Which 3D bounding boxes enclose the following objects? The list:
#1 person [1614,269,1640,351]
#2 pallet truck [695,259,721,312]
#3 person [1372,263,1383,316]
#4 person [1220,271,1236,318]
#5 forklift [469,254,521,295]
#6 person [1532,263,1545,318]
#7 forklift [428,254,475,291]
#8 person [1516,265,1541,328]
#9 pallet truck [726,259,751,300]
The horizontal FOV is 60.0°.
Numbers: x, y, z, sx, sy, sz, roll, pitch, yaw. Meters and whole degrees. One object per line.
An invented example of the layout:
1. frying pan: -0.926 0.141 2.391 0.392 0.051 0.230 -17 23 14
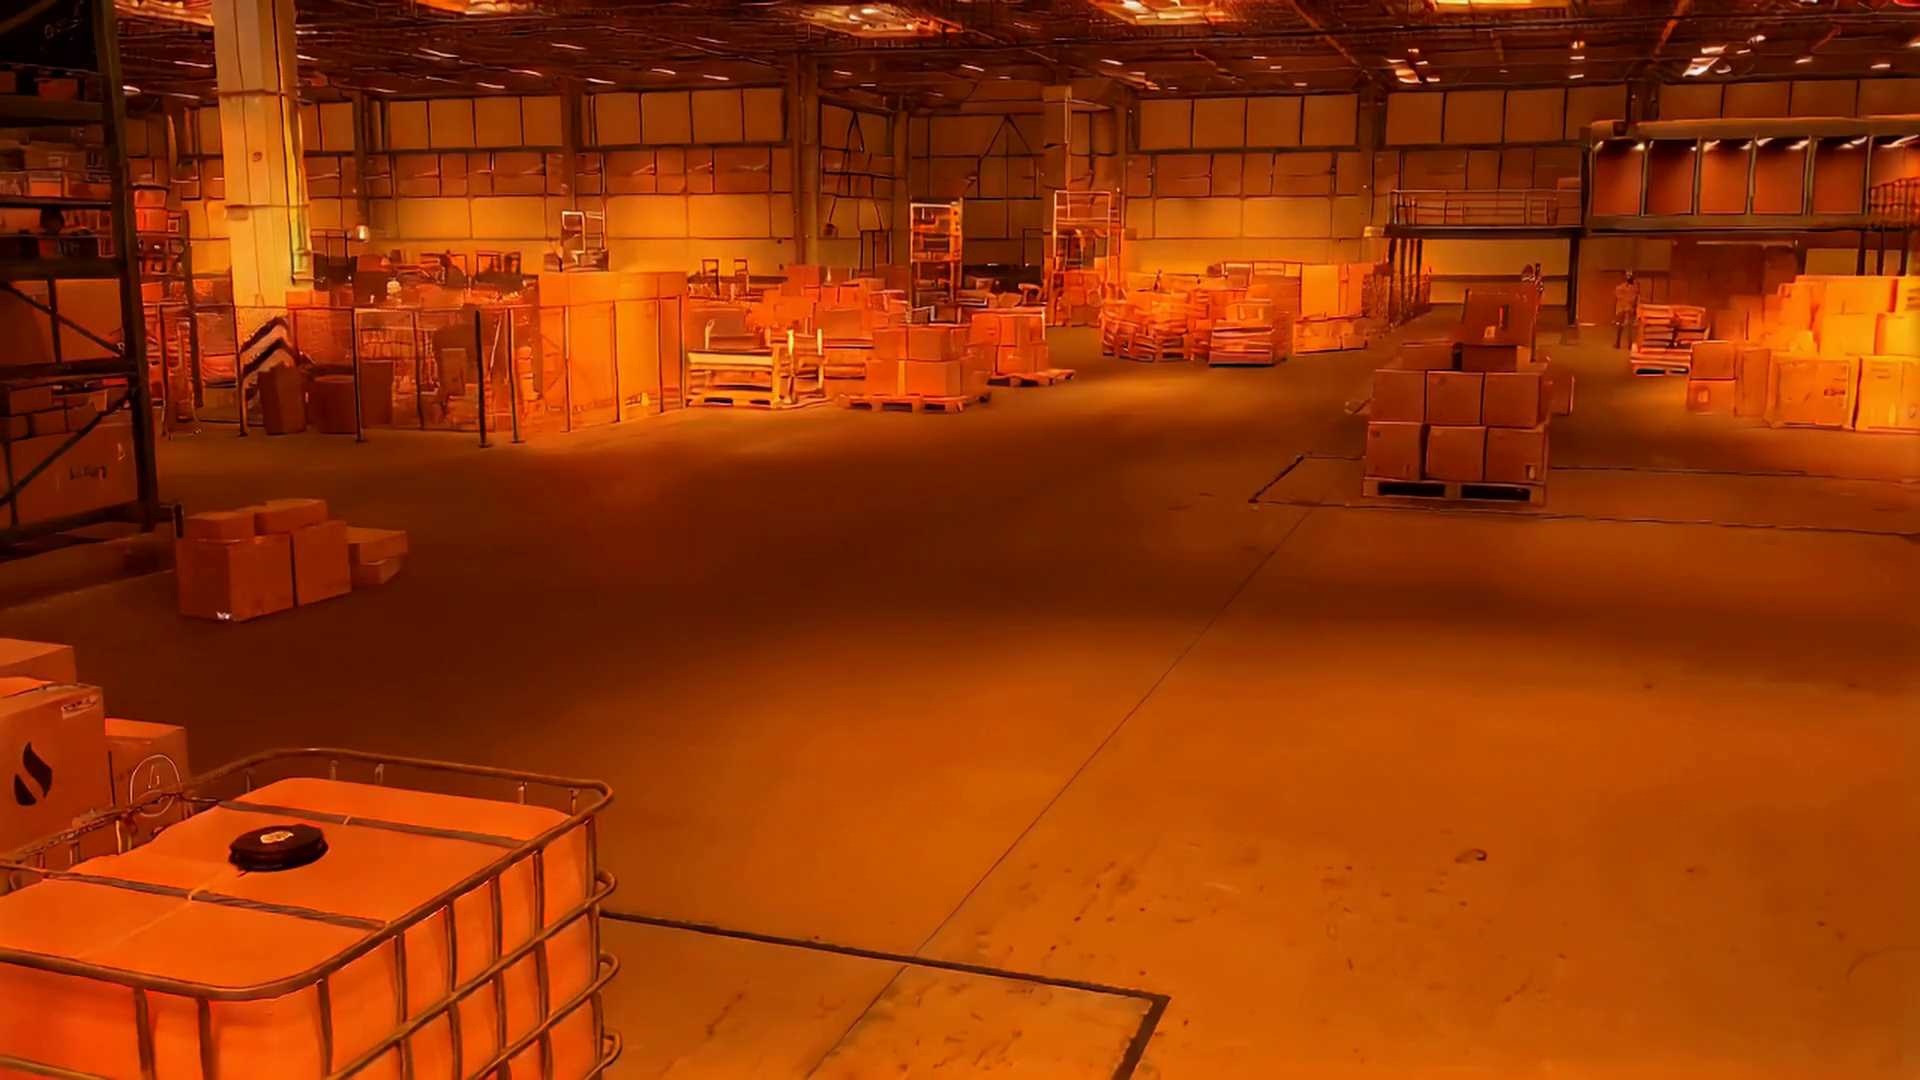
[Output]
1. person: 15.790 -5.447 39.401 0.543 1.939 0.359 2 10 13
2. pallet truck: -9.165 -9.627 62.776 0.823 1.965 1.885 4 11 23
3. person: 14.673 -8.787 58.368 0.354 1.883 0.573 -3 10 -16
4. person: 7.866 -7.055 49.058 0.532 1.724 0.884 6 12 32
5. forklift: -17.990 -10.121 64.684 1.157 1.987 2.680 3 11 17
6. person: 19.947 -8.658 57.660 0.599 1.886 0.952 3 10 14
7. forklift: -20.133 -10.254 65.465 1.157 1.987 2.680 3 11 19
8. person: 13.733 -5.667 40.351 0.691 2.000 0.781 7 12 35
9. pallet truck: -7.986 -9.493 62.019 0.823 1.965 1.885 3 11 17
